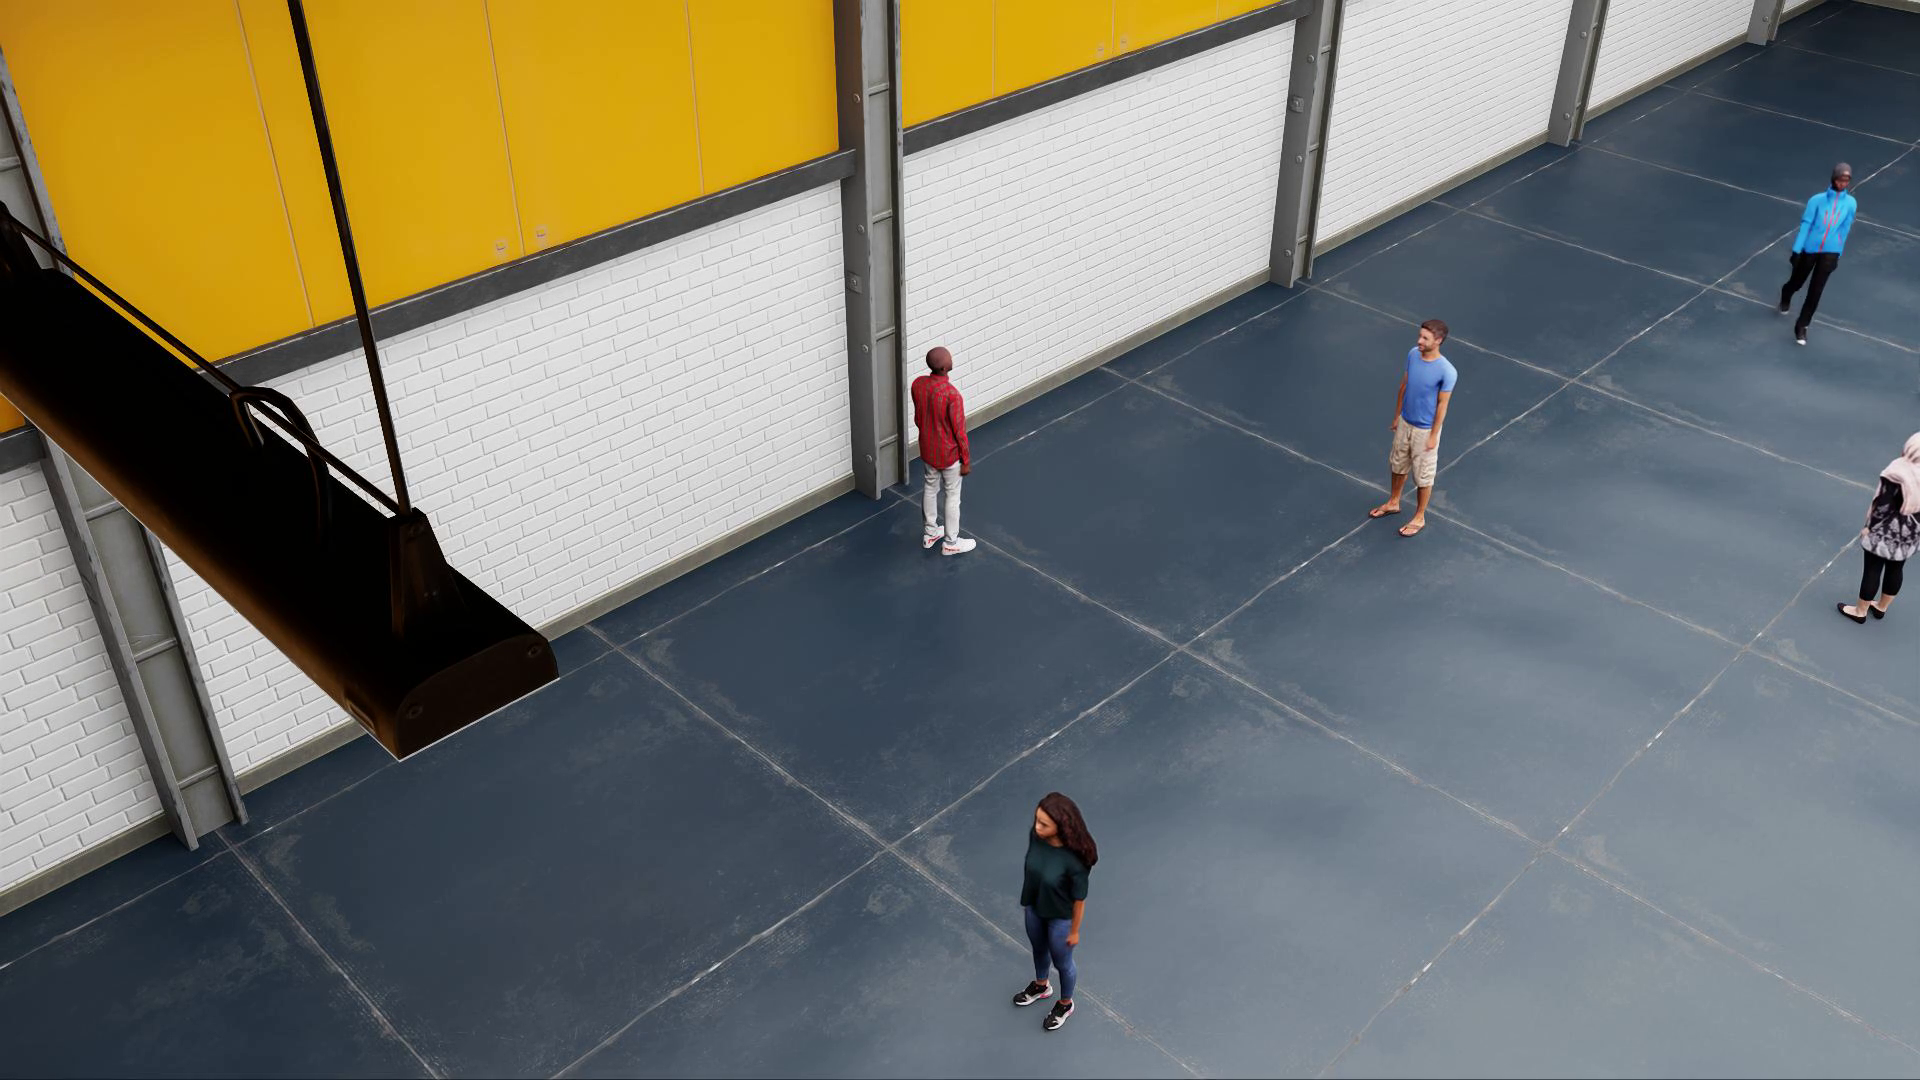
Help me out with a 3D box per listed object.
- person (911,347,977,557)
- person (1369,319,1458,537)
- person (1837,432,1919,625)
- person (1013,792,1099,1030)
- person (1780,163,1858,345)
[{"bbox_3d":[-0.146,-0.716,13.154,0.659,1.820,0.576,27,42,34],"label":"person"},{"bbox_3d":[3.718,-0.943,13.456,0.624,1.864,0.684,-21,39,-28],"label":"person"},{"bbox_3d":[6.970,-0.098,12.388,0.722,1.638,0.808,-7,34,-10],"label":"person"},{"bbox_3d":[0.518,2.036,9.196,0.599,1.616,0.605,-26,42,-33],"label":"person"},{"bbox_3d":[8.466,-2.871,16.436,0.936,1.775,1.140,9,35,13],"label":"person"}]
